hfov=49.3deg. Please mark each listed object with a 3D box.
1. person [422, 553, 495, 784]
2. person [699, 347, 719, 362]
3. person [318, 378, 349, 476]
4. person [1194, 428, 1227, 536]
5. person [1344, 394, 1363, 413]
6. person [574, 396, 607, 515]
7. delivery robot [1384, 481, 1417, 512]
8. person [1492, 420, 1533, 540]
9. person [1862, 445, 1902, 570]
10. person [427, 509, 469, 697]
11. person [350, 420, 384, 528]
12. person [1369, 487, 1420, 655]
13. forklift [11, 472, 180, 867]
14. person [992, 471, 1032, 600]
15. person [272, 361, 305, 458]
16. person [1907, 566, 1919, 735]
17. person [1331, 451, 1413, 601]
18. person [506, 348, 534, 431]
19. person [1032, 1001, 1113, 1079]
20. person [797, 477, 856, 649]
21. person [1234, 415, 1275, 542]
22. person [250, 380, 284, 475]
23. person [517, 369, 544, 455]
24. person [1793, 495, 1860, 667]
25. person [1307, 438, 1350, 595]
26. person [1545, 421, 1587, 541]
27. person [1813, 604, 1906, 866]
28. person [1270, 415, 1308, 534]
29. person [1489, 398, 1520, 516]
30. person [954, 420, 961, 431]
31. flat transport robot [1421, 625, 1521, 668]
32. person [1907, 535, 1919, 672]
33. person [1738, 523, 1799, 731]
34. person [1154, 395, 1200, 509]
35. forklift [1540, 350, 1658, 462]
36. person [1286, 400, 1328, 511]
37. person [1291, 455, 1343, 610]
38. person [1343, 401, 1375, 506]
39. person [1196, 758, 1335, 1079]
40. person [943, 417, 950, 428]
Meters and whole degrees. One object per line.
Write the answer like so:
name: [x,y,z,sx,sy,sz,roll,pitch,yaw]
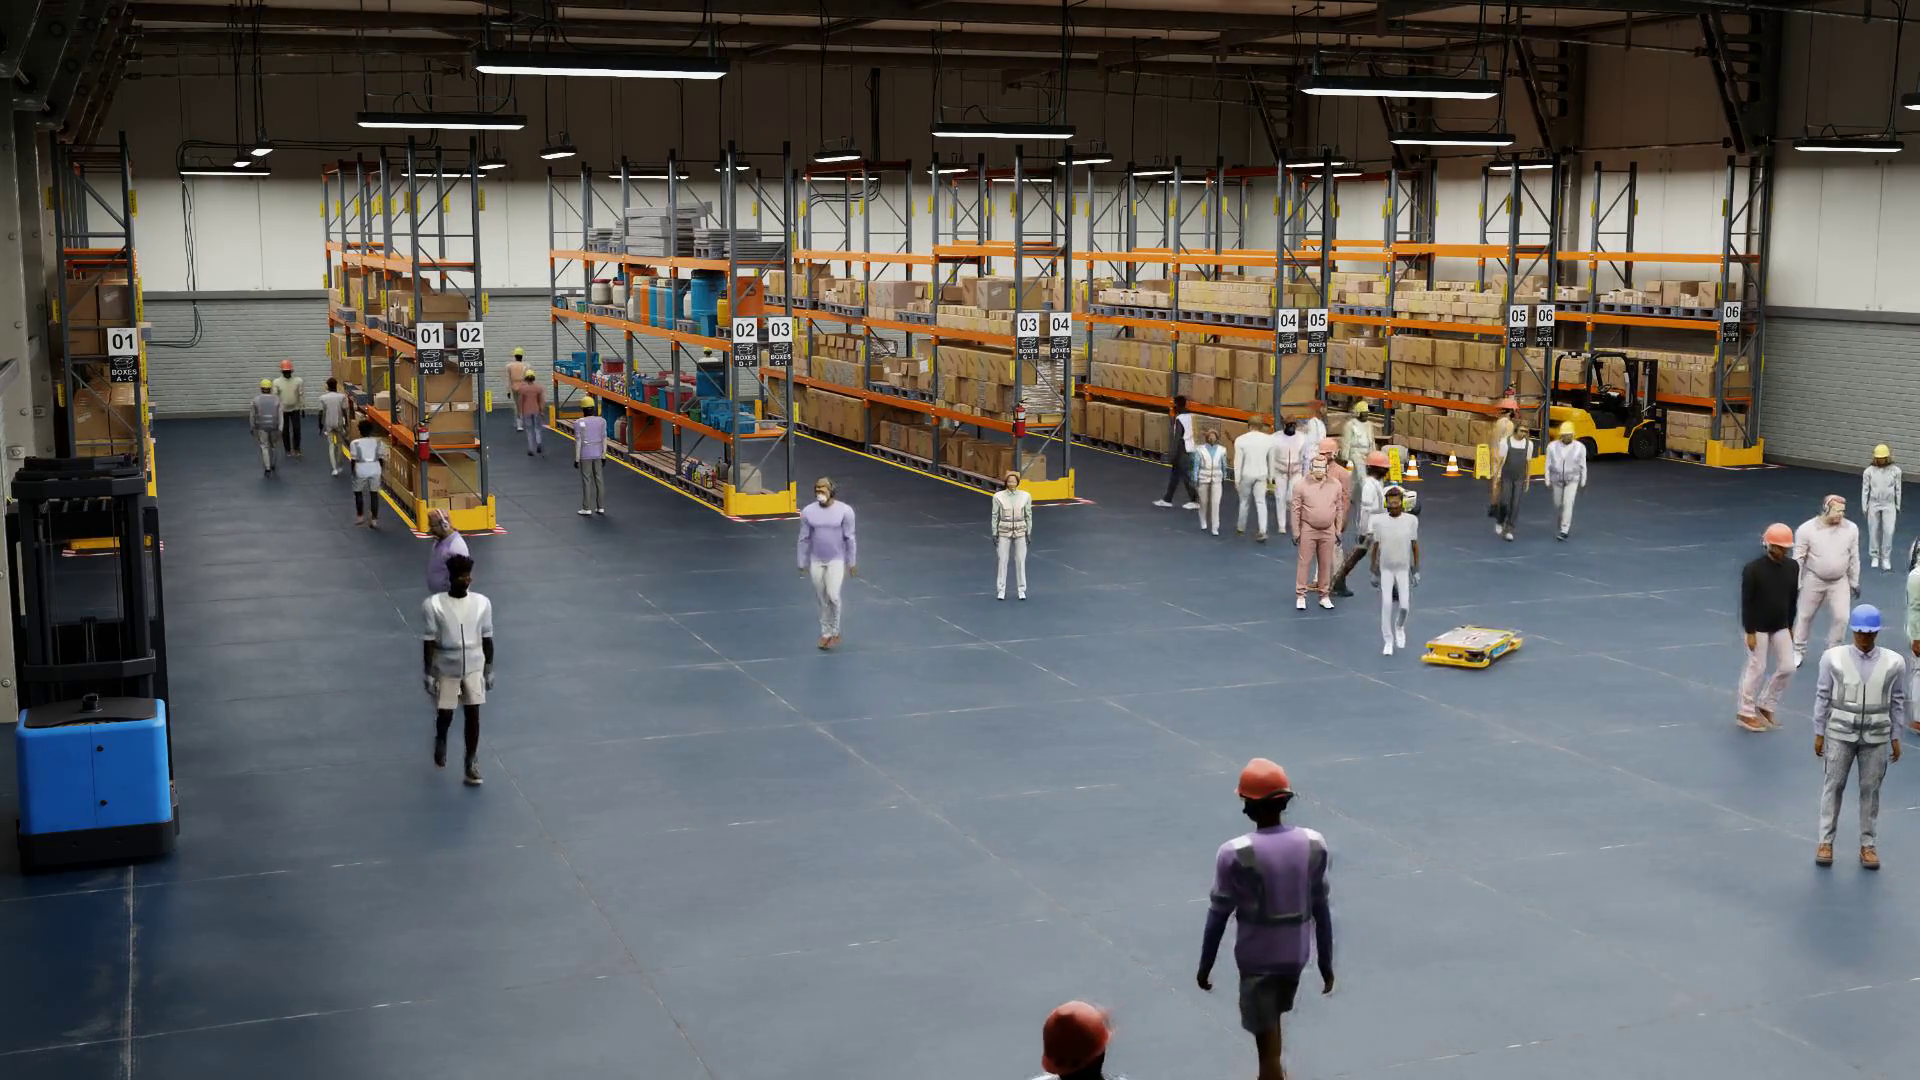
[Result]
person: [-4.237,1.067,17.669,0.634,1.952,0.611,-5,10,-29]
person: [-6.183,-3.923,51.566,0.525,1.772,0.301,-3,9,-21]
person: [-11.807,-2.136,39.447,0.550,1.835,0.807,-3,9,-20]
person: [3.828,-0.919,32.083,0.519,1.610,0.805,0,9,0]
person: [9.435,-3.735,49.837,0.725,1.903,0.574,-4,9,-24]
person: [-6.009,-1.372,34.022,0.587,1.930,0.359,-7,11,-39]
delivery robot: [7.052,-0.707,33.983,0.477,0.478,0.707,-7,11,-37]
person: [8.254,-0.899,31.261,0.585,1.811,0.399,0,9,1]
person: [12.568,-0.448,28.576,0.497,1.702,0.735,3,9,21]
person: [-5.071,0.605,21.028,0.543,1.881,0.850,-4,10,-26]
person: [-9.244,-1.033,32.610,0.554,1.674,0.629,-5,10,-29]
person: [4.757,0.333,22.905,0.557,1.851,0.407,2,9,10]
forklift: [-6.630,0.886,15.957,1.129,2.768,1.873,-3,9,-21]
person: [0.647,-0.060,26.278,0.509,1.629,0.317,-1,9,-5]
person: [-13.550,-2.626,42.283,0.640,1.950,0.936,-3,9,-21]
person: [8.926,0.856,19.177,0.628,1.924,0.441,-4,9,-24]
person: [5.158,-0.188,26.317,1.022,1.895,0.551,2,9,15]
person: [-10.083,-3.462,48.091,0.594,1.885,0.925,0,9,3]
person: [0.473,2.583,7.753,0.545,1.908,0.572,3,9,22]
person: [-1.500,0.268,23.128,0.653,1.915,0.620,3,9,17]
person: [4.401,-0.928,31.253,0.648,1.884,1.038,-1,9,-8]
person: [-13.124,-2.141,39.639,0.588,1.783,0.934,-4,9,-25]
person: [-8.809,-2.614,42.916,0.527,1.752,0.464,-5,10,-28]
person: [9.141,0.446,22.123,0.694,1.870,0.624,1,9,6]
person: [4.687,-0.309,26.721,0.397,1.992,0.623,-6,11,-37]
person: [9.097,-0.916,31.448,0.593,1.798,0.770,4,9,24]
person: [6.575,1.422,15.332,0.615,1.945,0.404,2,9,16]
person: [4.991,-0.991,31.847,0.623,1.820,0.566,1,9,5]
person: [8.824,-1.329,33.762,0.595,1.915,0.568,-1,9,-8]
person: [-0.183,-3.427,47.883,0.578,1.883,0.353,-2,9,-16]
flat transport robot: [5.587,1.152,22.839,0.652,0.197,1.431,5,10,31]
person: [9.597,0.608,20.593,0.546,2.000,0.829,1,9,7]
person: [7.489,0.804,19.383,0.628,1.966,0.529,-3,9,-18]
person: [3.648,-1.470,34.834,0.828,1.884,0.612,3,9,17]
forklift: [12.897,-2.725,42.309,2.313,2.155,1.214,-3,9,-21]
person: [5.755,-1.375,34.359,0.968,1.837,0.652,6,10,34]
person: [4.376,-0.099,25.619,0.652,1.904,0.402,-1,9,-8]
person: [6.665,-1.421,34.841,0.607,1.788,0.915,-7,11,-37]
person: [1.519,2.092,10.681,0.657,2.001,0.935,-3,9,-22]
person: [-0.247,-2.981,45.138,0.543,1.810,0.973,-3,9,-19]
